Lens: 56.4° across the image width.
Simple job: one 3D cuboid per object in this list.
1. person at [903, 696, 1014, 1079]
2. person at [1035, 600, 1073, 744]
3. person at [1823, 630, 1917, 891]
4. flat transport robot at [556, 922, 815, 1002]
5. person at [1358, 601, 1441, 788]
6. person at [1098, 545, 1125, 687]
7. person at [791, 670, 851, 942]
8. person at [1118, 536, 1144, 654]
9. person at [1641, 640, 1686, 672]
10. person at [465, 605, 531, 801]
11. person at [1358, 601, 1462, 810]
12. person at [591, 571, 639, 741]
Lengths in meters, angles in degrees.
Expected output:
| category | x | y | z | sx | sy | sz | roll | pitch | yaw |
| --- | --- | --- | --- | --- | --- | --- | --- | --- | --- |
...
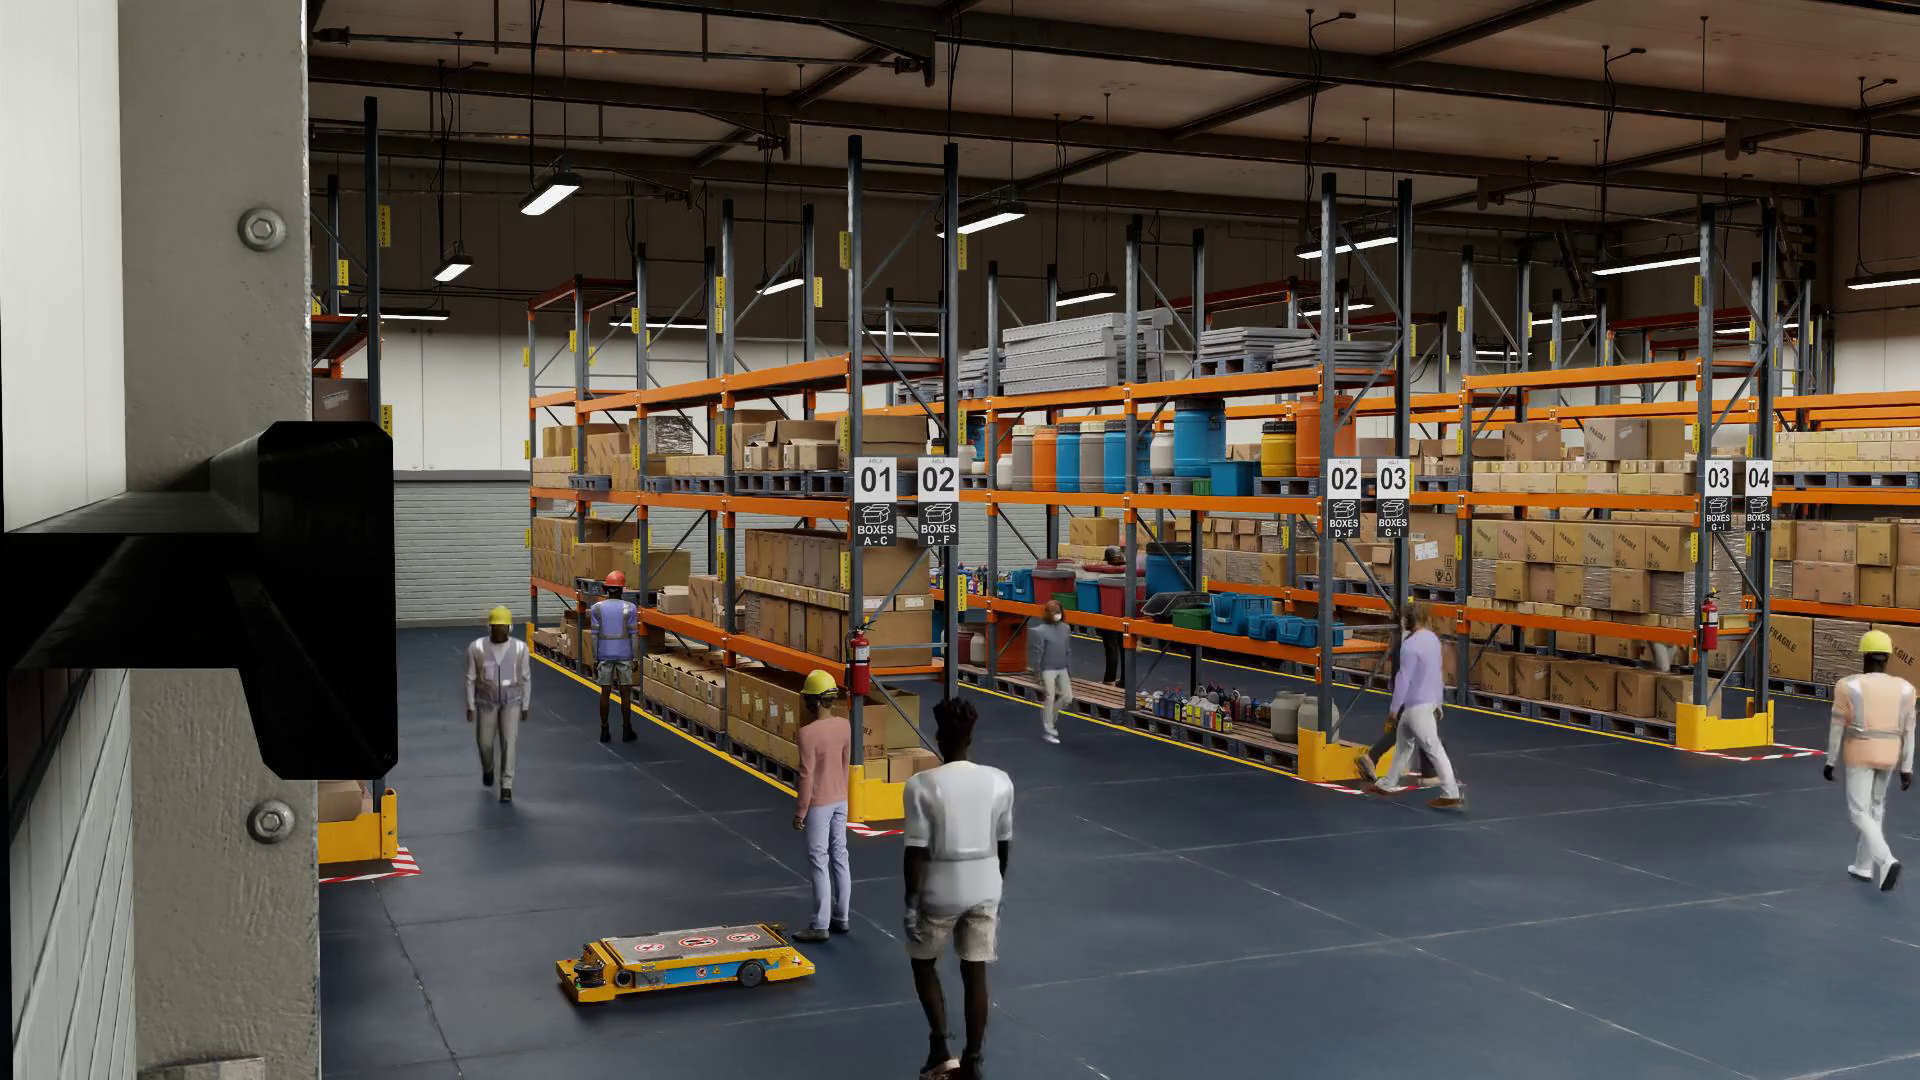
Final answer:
| category | x | y | z | sx | sy | sz | roll | pitch | yaw |
| --- | --- | --- | --- | --- | --- | --- | --- | --- | --- |
| person | -0.021 | 1.757 | 8.934 | 0.617 | 1.946 | 0.426 | -1 | 2 | -22 |
| person | 1.060 | 1.482 | 20.222 | 0.521 | 1.623 | 0.382 | -2 | 3 | -36 |
| person | 6.762 | 1.616 | 13.226 | 0.591 | 1.902 | 0.842 | 0 | 2 | 0 |
| flat transport robot | -1.658 | 2.531 | 10.816 | 1.431 | 0.197 | 0.652 | -1 | 2 | -23 |
| person | 4.332 | 1.498 | 17.426 | 0.815 | 1.818 | 0.508 | -1 | 2 | -13 |
| person | 2.174 | 1.098 | 25.448 | 0.678 | 2.000 | 0.537 | -2 | 3 | -42 |
| person | -0.912 | 1.737 | 11.782 | 0.310 | 1.769 | 0.523 | 1 | 3 | 32 |
| person | 2.833 | 0.923 | 30.236 | 0.633 | 1.987 | 1.069 | -1 | 2 | -24 |
| person | 9.103 | 1.288 | 23.265 | 0.596 | 1.795 | 0.893 | -1 | 2 | -14 |
| person | -4.338 | 1.515 | 16.850 | 0.607 | 1.819 | 0.588 | -1 | 2 | -16 |
| person | 4.152 | 1.502 | 16.394 | 1.012 | 1.884 | 0.651 | 1 | 3 | 34 |
| person | -3.931 | 1.320 | 20.446 | 0.547 | 1.938 | 0.359 | 0 | 2 | 0 |
